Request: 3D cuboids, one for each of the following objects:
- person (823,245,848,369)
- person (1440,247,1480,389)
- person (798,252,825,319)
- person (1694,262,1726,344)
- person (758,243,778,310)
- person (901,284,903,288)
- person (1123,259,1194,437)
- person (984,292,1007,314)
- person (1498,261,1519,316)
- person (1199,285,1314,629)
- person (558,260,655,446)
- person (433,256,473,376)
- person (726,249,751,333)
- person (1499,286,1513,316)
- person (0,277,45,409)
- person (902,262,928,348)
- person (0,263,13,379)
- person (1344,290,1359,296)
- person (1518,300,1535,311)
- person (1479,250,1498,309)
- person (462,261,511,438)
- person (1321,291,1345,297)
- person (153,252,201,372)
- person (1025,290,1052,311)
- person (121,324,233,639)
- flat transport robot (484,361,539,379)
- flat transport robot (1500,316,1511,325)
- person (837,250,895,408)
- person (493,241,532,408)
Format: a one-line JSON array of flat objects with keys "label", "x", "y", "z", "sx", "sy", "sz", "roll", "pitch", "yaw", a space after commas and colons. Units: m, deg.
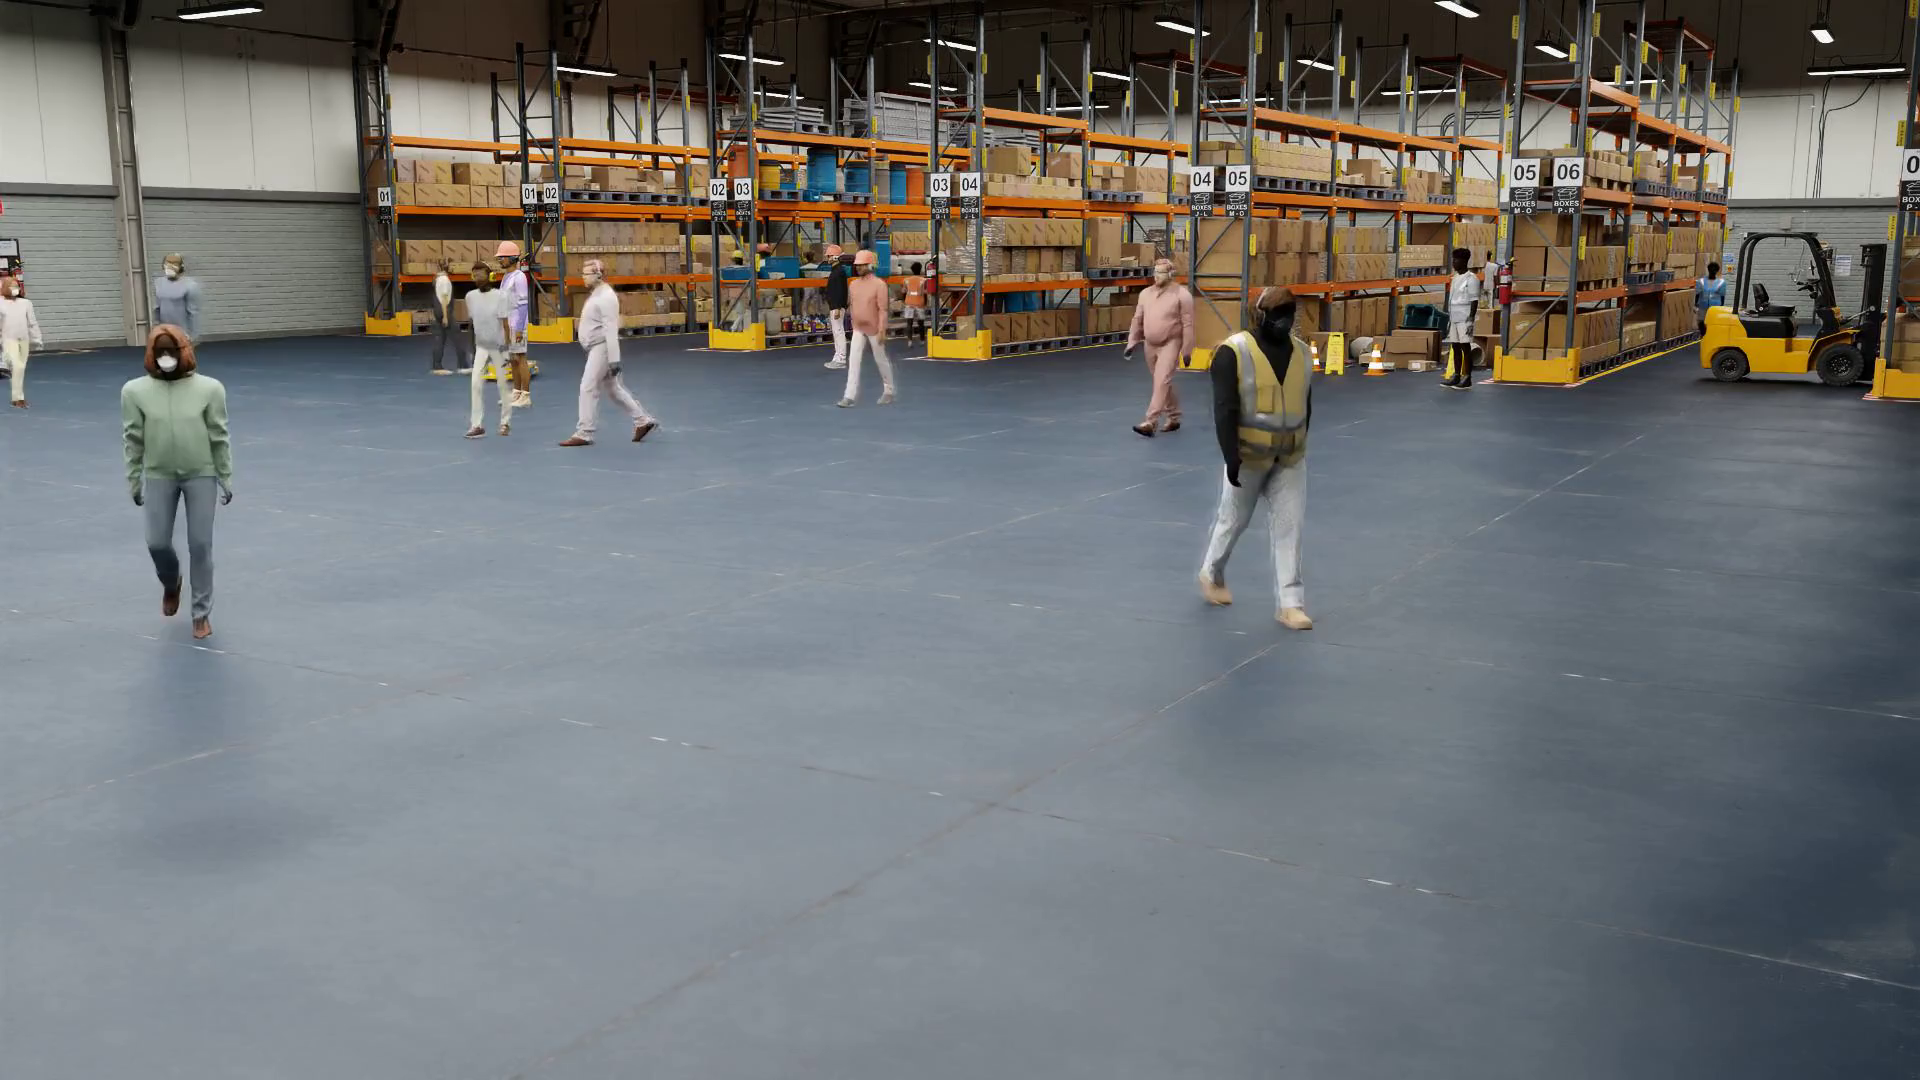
[{"label": "person", "x": -2.012, "y": -3.775, "z": 26.964, "sx": 0.383, "sy": 1.994, "sz": 0.620, "roll": -2, "pitch": 10, "yaw": -12}, {"label": "person", "x": 6.973, "y": -3.078, "z": 23.139, "sx": 0.364, "sy": 1.962, "sz": 0.611, "roll": -2, "pitch": 10, "yaw": -12}, {"label": "person", "x": -3.227, "y": -5.317, "z": 36.068, "sx": 0.622, "sy": 1.840, "sz": 0.404, "roll": -2, "pitch": 10, "yaw": -13}, {"label": "person", "x": 14.073, "y": -4.374, "z": 31.192, "sx": 0.543, "sy": 1.674, "sz": 0.475, "roll": 6, "pitch": 12, "yaw": 31}, {"label": "person", "x": -4.215, "y": -5.332, "z": 35.613, "sx": 0.611, "sy": 2.025, "sz": 0.656, "roll": 4, "pitch": 11, "yaw": 20}, {"label": "person", "x": -1.485, "y": -7.509, "z": 48.162, "sx": 0.531, "sy": 1.898, "sz": 0.909, "roll": 8, "pitch": 13, "yaw": 37}, {"label": "person", "x": 2.115, "y": -2.028, "z": 17.585, "sx": 0.657, "sy": 1.853, "sz": 1.021, "roll": 10, "pitch": 14, "yaw": 43}, {"label": "person", "x": 0.775, "y": -5.551, "z": 36.903, "sx": 0.612, "sy": 1.997, "sz": 0.376, "roll": 6, "pitch": 12, "yaw": 28}, {"label": "person", "x": 13.571, "y": -6.246, "z": 41.088, "sx": 0.655, "sy": 1.903, "sz": 0.752, "roll": -2, "pitch": 10, "yaw": -12}, {"label": "person", "x": 1.605, "y": -0.468, "z": 8.984, "sx": 0.621, "sy": 1.811, "sz": 0.876, "roll": -3, "pitch": 11, "yaw": -16}, {"label": "person", "x": -3.551, "y": -1.877, "z": 16.706, "sx": 0.951, "sy": 1.865, "sz": 0.659, "roll": -4, "pitch": 11, "yaw": -20}, {"label": "person", "x": -7.745, "y": -3.420, "z": 25.460, "sx": 0.815, "sy": 1.814, "sz": 0.553, "roll": -5, "pitch": 11, "yaw": -28}, {"label": "person", "x": -4.583, "y": -5.025, "z": 34.243, "sx": 0.592, "sy": 1.901, "sz": 0.773, "roll": 4, "pitch": 11, "yaw": 24}, {"label": "person", "x": 13.782, "y": -6.312, "z": 41.659, "sx": 0.628, "sy": 1.843, "sz": 0.998, "roll": 1, "pitch": 10, "yaw": 5}, {"label": "person", "x": -11.532, "y": -2.412, "z": 20.417, "sx": 0.631, "sy": 1.610, "sz": 0.504, "roll": 5, "pitch": 11, "yaw": 25}, {"label": "person", "x": -0.865, "y": -4.568, "z": 32.362, "sx": 0.539, "sy": 1.649, "sz": 0.868, "roll": 2, "pitch": 10, "yaw": 10}, {"label": "person", "x": -14.290, "y": -3.281, "z": 24.682, "sx": 0.624, "sy": 1.815, "sz": 0.459, "roll": 5, "pitch": 11, "yaw": 25}, {"label": "person", "x": 9.270, "y": -6.124, "z": 39.994, "sx": 0.709, "sy": 2.000, "sz": 0.566, "roll": 5, "pitch": 11, "yaw": 28}, {"label": "person", "x": 14.499, "y": -6.461, "z": 42.530, "sx": 0.497, "sy": 1.814, "sz": 0.637, "roll": 6, "pitch": 12, "yaw": 31}, {"label": "person", "x": 12.408, "y": -5.896, "z": 39.236, "sx": 0.512, "sy": 1.860, "sz": 0.331, "roll": 2, "pitch": 10, "yaw": 13}, {"label": "person", "x": -4.888, "y": -1.958, "z": 17.243, "sx": 0.550, "sy": 1.823, "sz": 0.820, "roll": 2, "pitch": 10, "yaw": 9}, {"label": "person", "x": 8.239, "y": -5.484, "z": 36.848, "sx": 0.647, "sy": 1.885, "sz": 1.008, "roll": 5, "pitch": 11, "yaw": 27}, {"label": "person", "x": -9.148, "y": -2.416, "z": 19.575, "sx": 0.665, "sy": 1.919, "sz": 0.589, "roll": 4, "pitch": 11, "yaw": 22}, {"label": "person", "x": 1.744, "y": -5.635, "z": 37.846, "sx": 0.607, "sy": 1.819, "sz": 0.757, "roll": 5, "pitch": 11, "yaw": 24}, {"label": "person", "x": -4.035, "y": -0.311, "z": 8.619, "sx": 0.504, "sy": 1.622, "sz": 0.456, "roll": -4, "pitch": 11, "yaw": -21}, {"label": "flat transport robot", "x": -6.754, "y": -2.564, "z": 25.009, "sx": 0.652, "sy": 0.197, "sz": 1.431, "roll": -1, "pitch": 10, "yaw": -8}, {"label": "flat transport robot", "x": 13.373, "y": -5.388, "z": 40.823, "sx": 0.652, "sy": 0.197, "sz": 1.431, "roll": 4, "pitch": 11, "yaw": 21}, {"label": "person", "x": -1.141, "y": -2.634, "z": 20.736, "sx": 0.631, "sy": 1.945, "sz": 1.010, "roll": 7, "pitch": 12, "yaw": 34}, {"label": "person", "x": -5.523, "y": -2.648, "z": 20.515, "sx": 0.378, "sy": 2.044, "sz": 0.607, "roll": -7, "pitch": 12, "yaw": -34}]
